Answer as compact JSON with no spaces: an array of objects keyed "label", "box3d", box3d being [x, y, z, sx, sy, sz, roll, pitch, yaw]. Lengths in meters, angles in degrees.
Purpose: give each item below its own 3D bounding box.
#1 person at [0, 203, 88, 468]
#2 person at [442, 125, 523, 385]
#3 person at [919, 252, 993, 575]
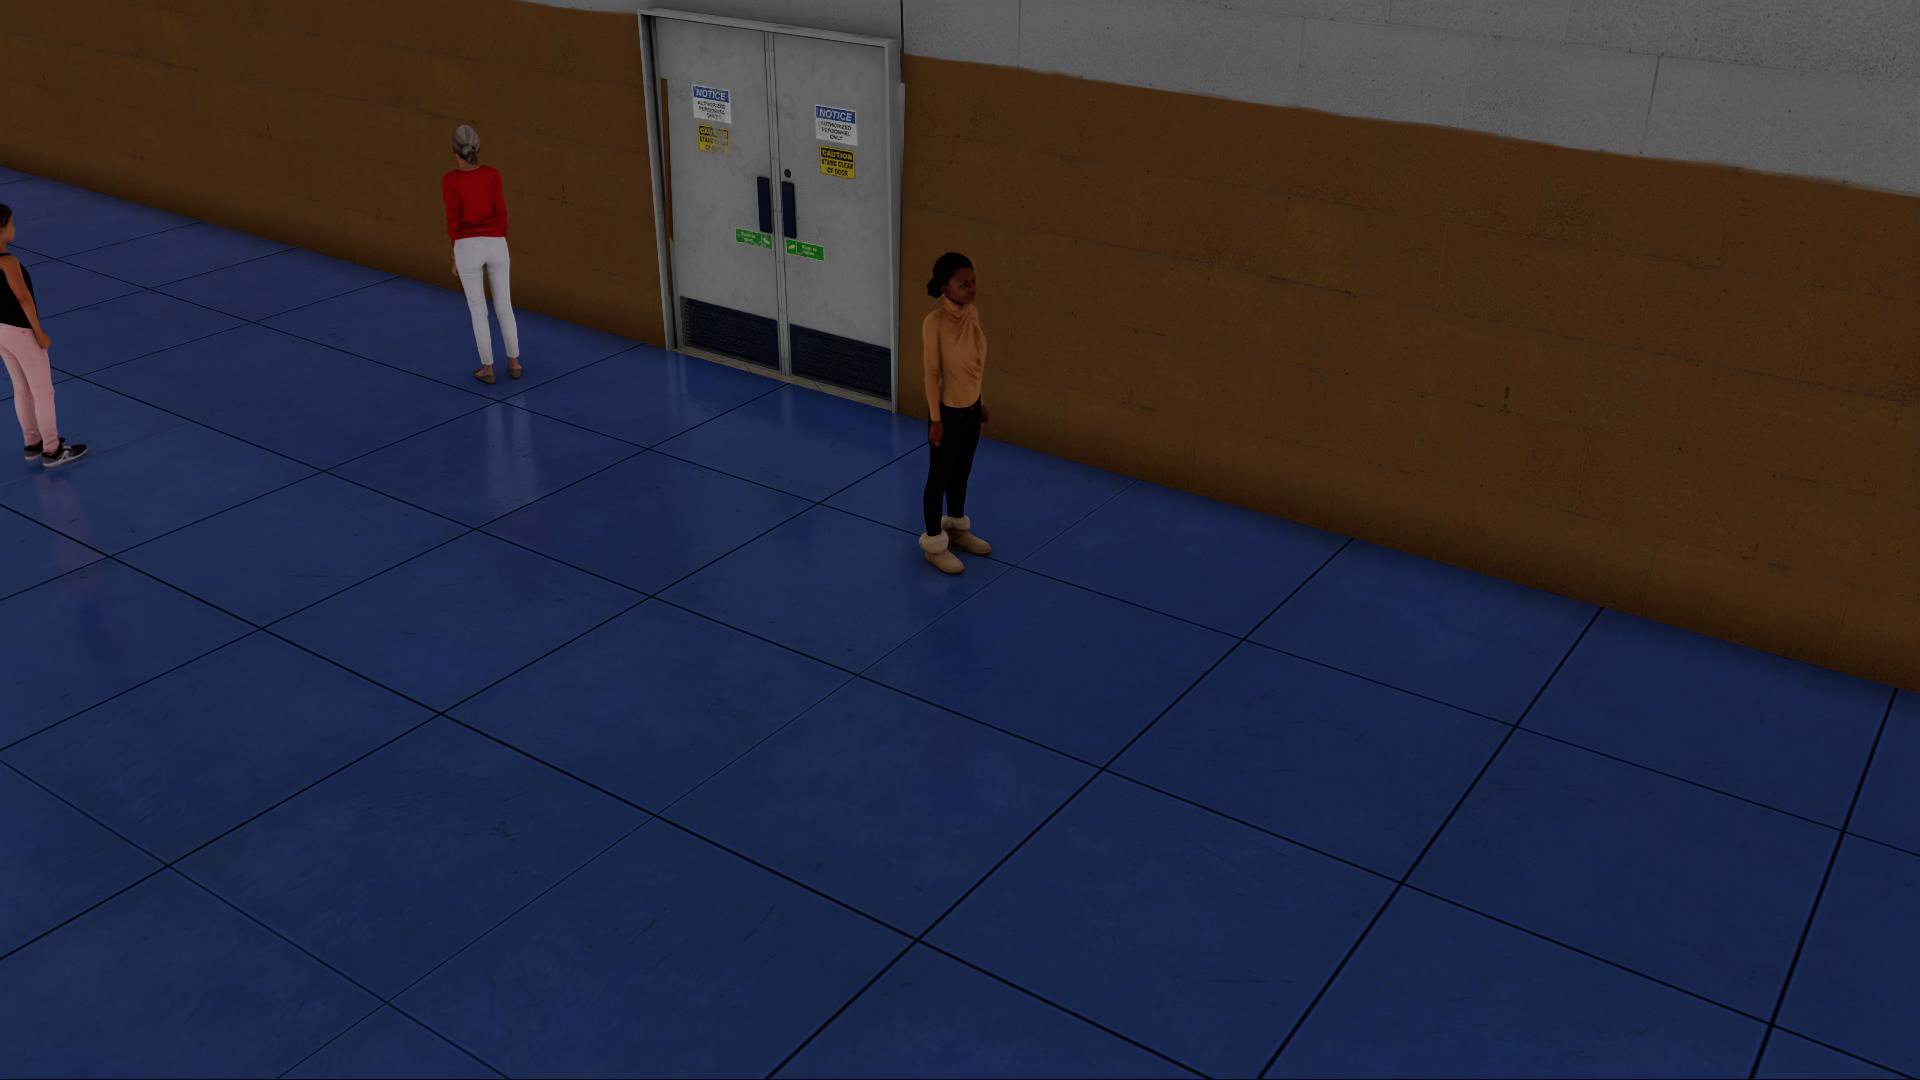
[{"label":"person","box3d":[-5.444,-1.179,9.606,0.537,1.562,0.540,14,30,26]},{"label":"person","box3d":[-3.096,-1.845,10.774,0.605,1.693,0.696,-15,30,-26]},{"label":"person","box3d":[-0.035,-0.662,8.479,0.650,1.659,0.486,18,32,32]}]
